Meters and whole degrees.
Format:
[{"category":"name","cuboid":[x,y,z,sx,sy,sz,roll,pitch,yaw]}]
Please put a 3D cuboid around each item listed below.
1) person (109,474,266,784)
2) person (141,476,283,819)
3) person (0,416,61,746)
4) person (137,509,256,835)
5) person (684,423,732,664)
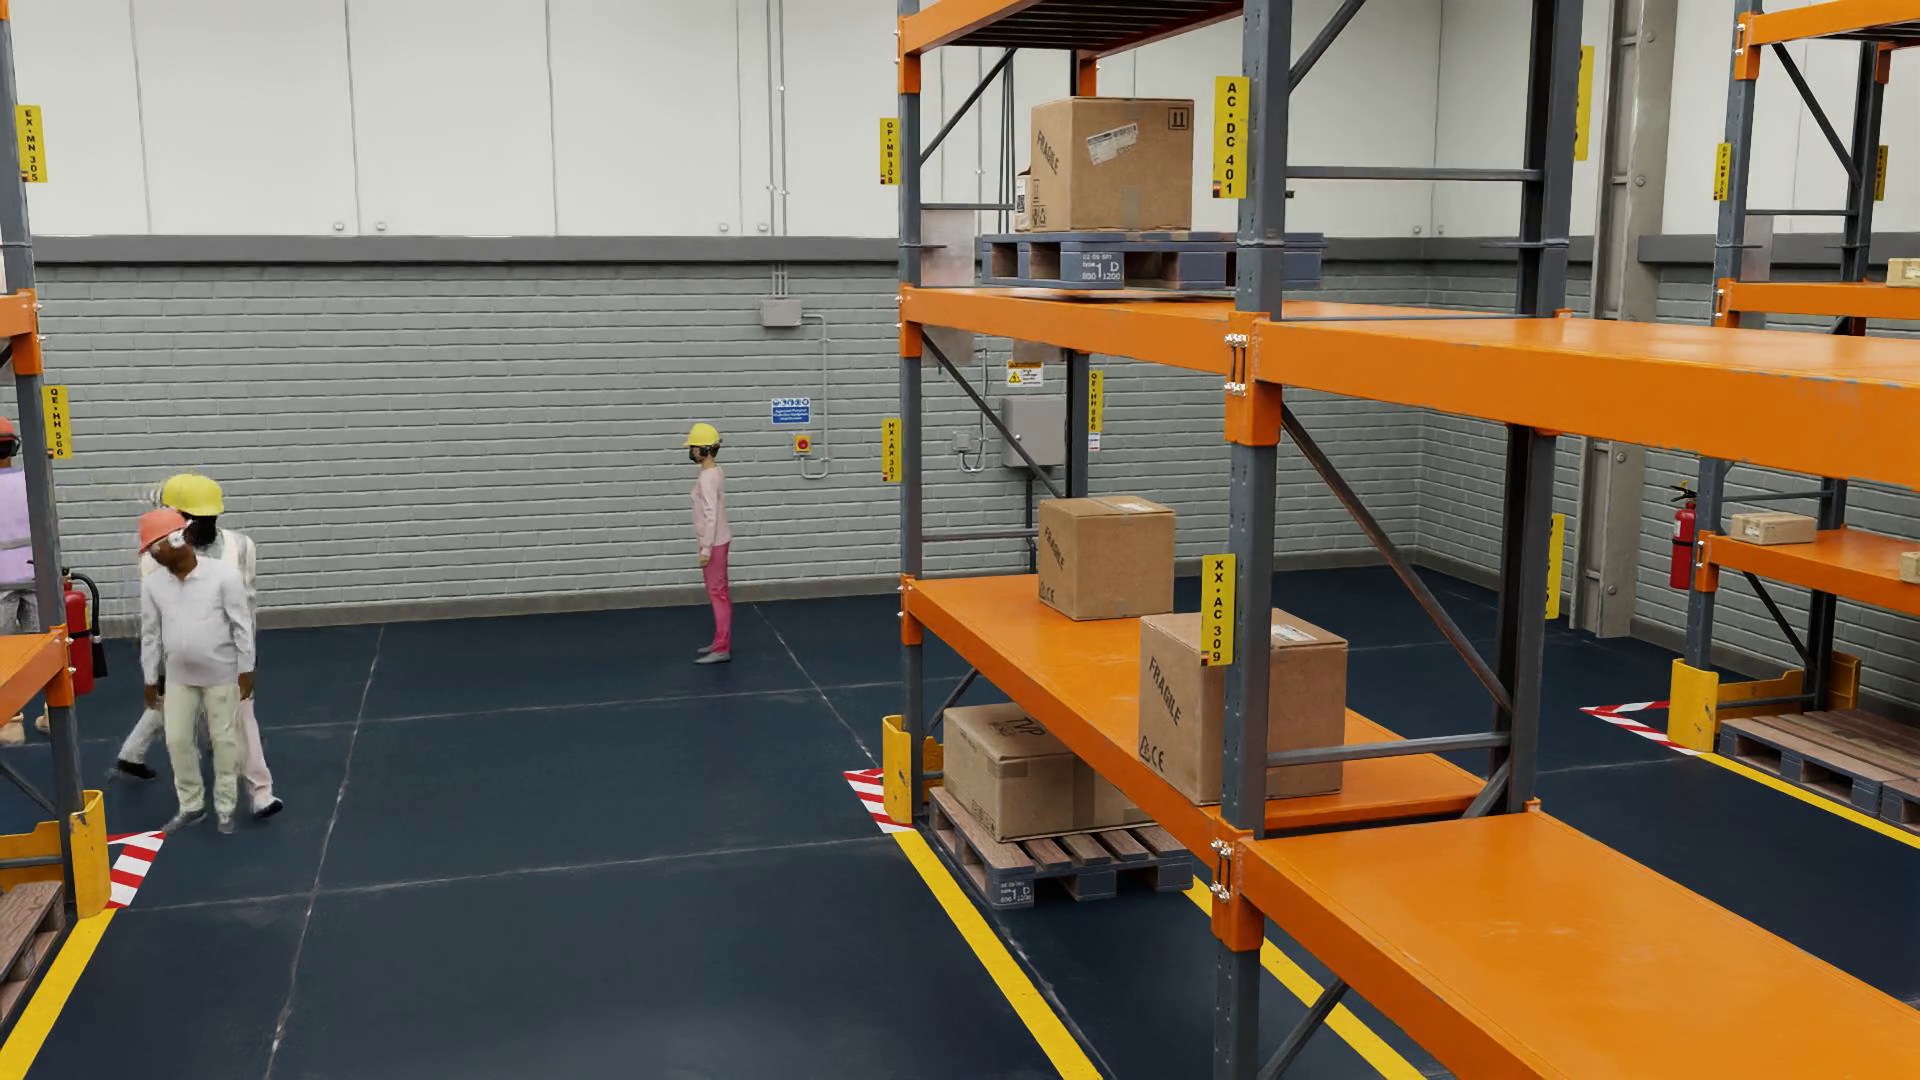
[{"category":"person","cuboid":[-4.500,0.502,9.519,0.834,1.777,0.599,-6,12,-31]},{"category":"person","cuboid":[-3.999,0.576,8.841,0.597,1.850,1.039,-8,13,-40]},{"category":"person","cuboid":[-5.822,0.242,10.189,0.379,2.043,0.605,6,12,31]},{"category":"person","cuboid":[-3.938,0.688,8.629,0.605,1.707,0.340,0,10,0]},{"category":"person","cuboid":[-1.840,0.028,12.191,0.328,1.769,0.526,0,10,-2]}]
